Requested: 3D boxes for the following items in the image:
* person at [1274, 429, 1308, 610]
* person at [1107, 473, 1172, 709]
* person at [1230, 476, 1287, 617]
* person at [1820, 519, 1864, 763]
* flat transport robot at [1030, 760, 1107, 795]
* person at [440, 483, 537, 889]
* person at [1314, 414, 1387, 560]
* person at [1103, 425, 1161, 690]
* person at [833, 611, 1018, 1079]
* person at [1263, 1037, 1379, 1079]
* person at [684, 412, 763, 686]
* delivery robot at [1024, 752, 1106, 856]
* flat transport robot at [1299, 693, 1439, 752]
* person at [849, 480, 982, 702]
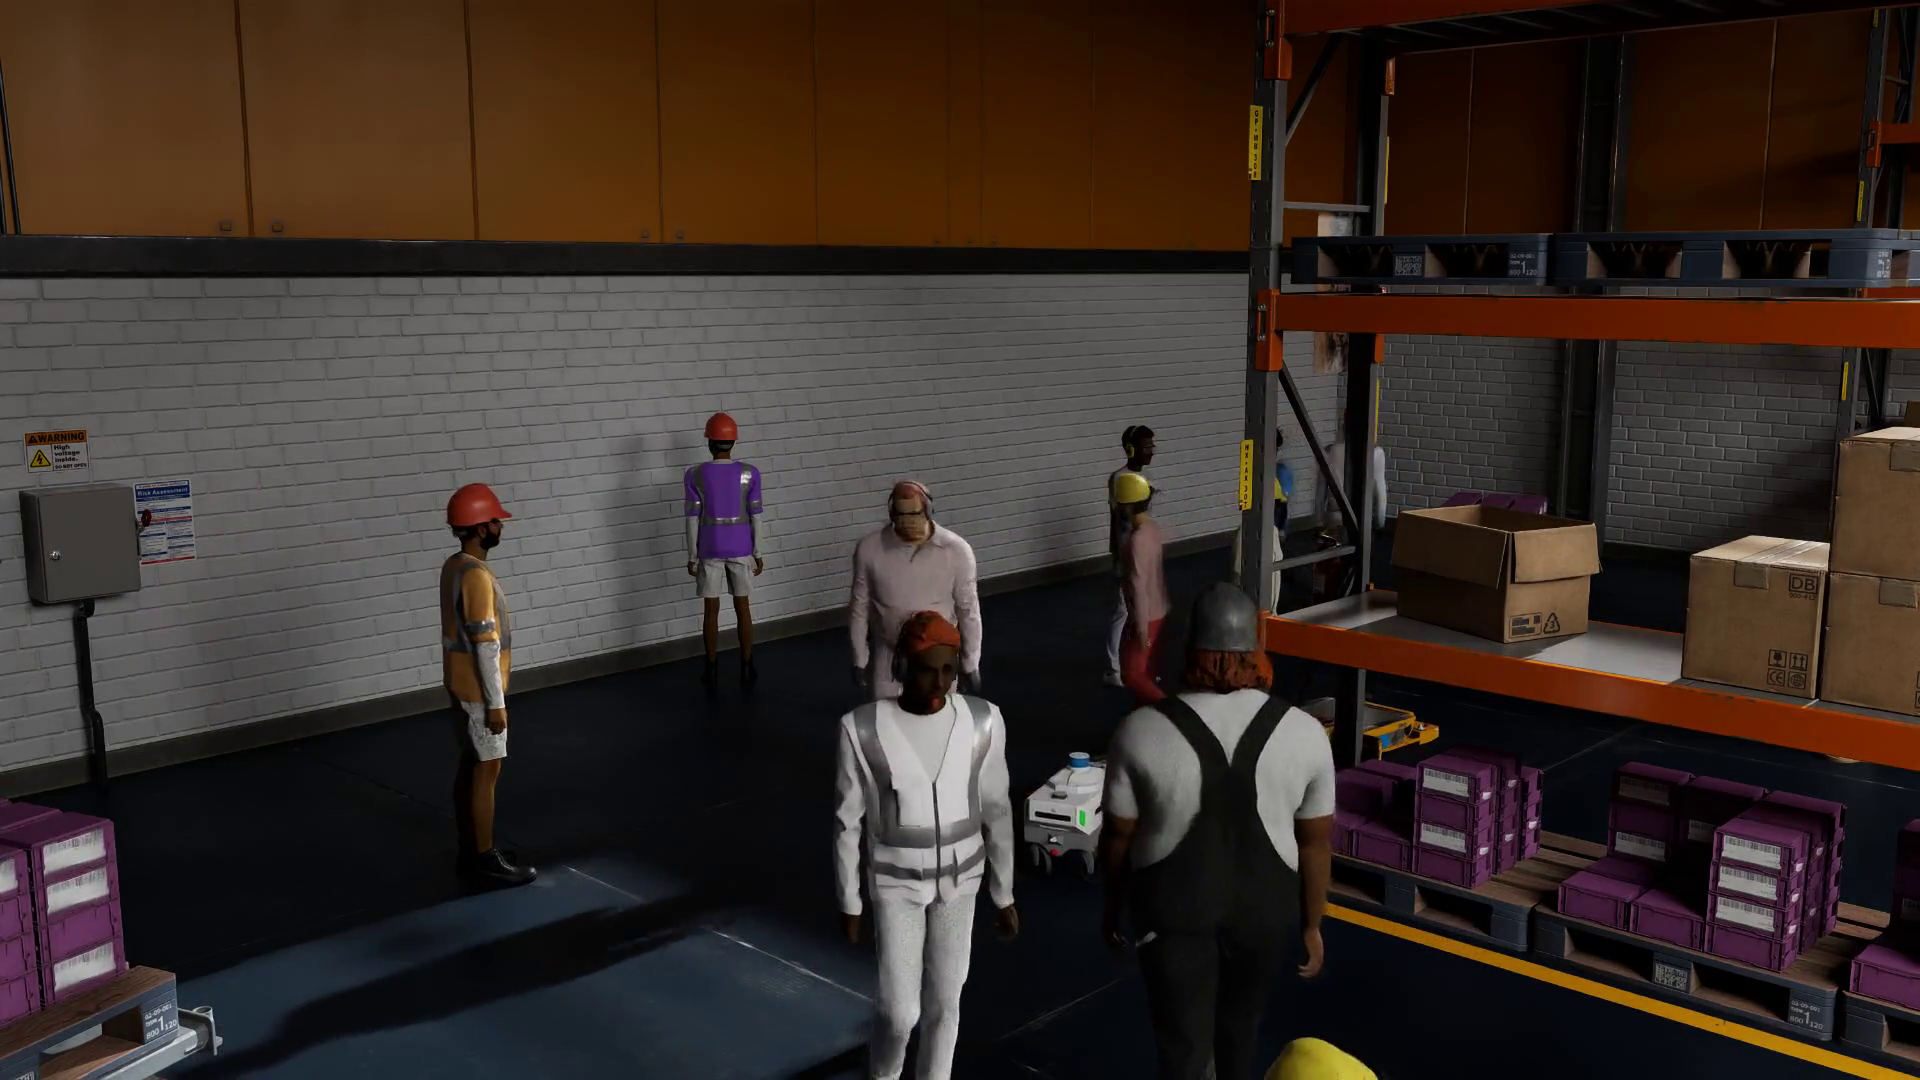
[{"bbox_3d":[2.627,-0.147,13.971,0.717,1.651,0.588,-3,10,-18],"label":"person"},{"bbox_3d":[1.161,0.464,9.985,0.560,1.743,0.525,5,10,27],"label":"person"},{"bbox_3d":[1.772,0.470,9.873,0.316,1.767,0.535,6,11,33],"label":"person"},{"bbox_3d":[5.360,0.412,9.994,0.429,1.842,0.633,1,9,8],"label":"person"},{"bbox_3d":[1.138,1.327,9.187,1.431,0.197,0.652,-7,12,-38],"label":"flat transport robot"},{"bbox_3d":[-2.282,0.694,7.962,0.347,1.942,0.548,-6,11,-31],"label":"person"},{"bbox_3d":[3.140,-0.169,13.517,0.575,1.852,0.900,8,12,39],"label":"person"},{"bbox_3d":[1.225,0.116,11.745,0.317,1.865,0.509,7,12,37],"label":"person"},{"bbox_3d":[-0.110,1.148,5.422,0.574,1.866,0.410,-3,10,-18],"label":"person"},{"bbox_3d":[0.509,1.649,2.761,0.528,1.733,0.845,-8,12,-41],"label":"person"},{"bbox_3d":[-1.670,0.066,11.803,0.552,1.942,0.341,-2,9,-9],"label":"person"},{"bbox_3d":[0.587,1.295,8.232,0.477,0.478,0.707,4,10,25],"label":"delivery robot"},{"bbox_3d":[2.232,1.178,10.103,1.431,0.197,0.652,-8,12,-41],"label":"flat transport robot"},{"bbox_3d":[-0.228,0.616,8.608,0.686,1.878,0.480,0,9,-2],"label":"person"}]
